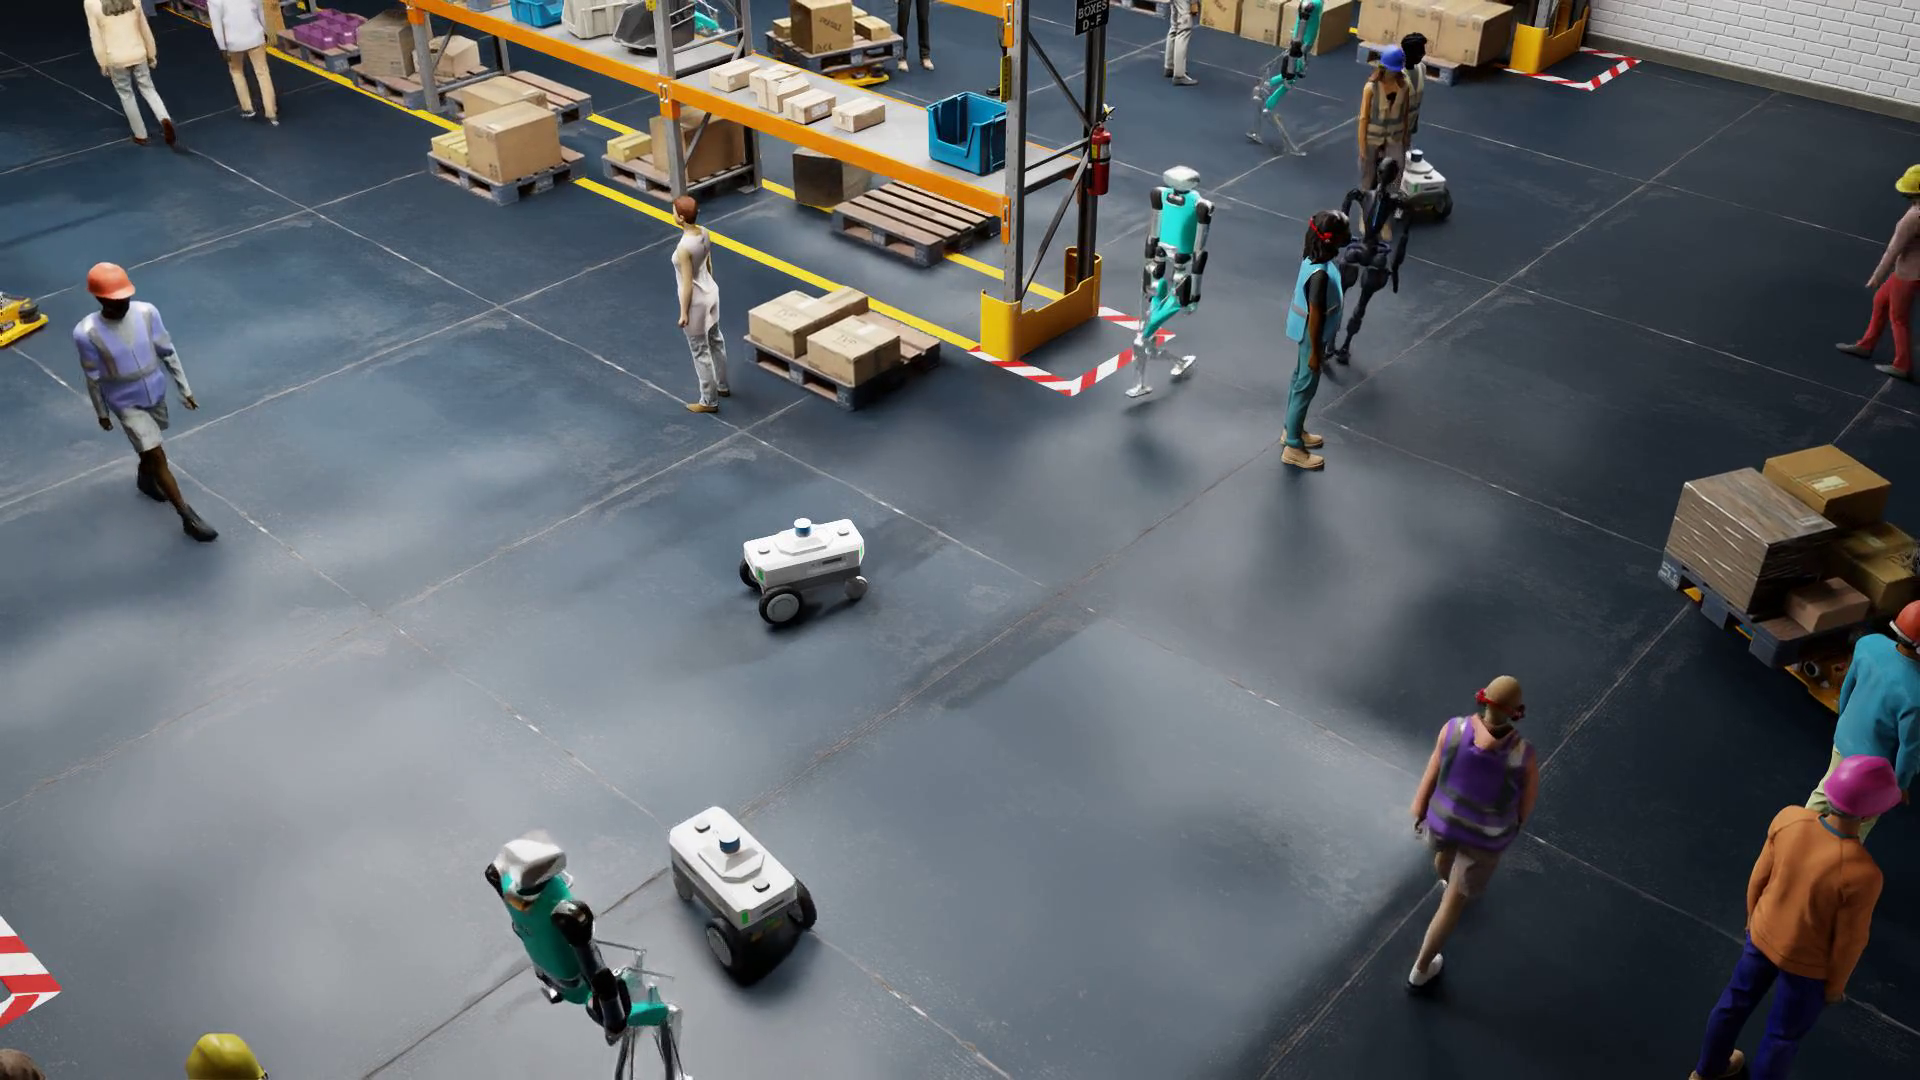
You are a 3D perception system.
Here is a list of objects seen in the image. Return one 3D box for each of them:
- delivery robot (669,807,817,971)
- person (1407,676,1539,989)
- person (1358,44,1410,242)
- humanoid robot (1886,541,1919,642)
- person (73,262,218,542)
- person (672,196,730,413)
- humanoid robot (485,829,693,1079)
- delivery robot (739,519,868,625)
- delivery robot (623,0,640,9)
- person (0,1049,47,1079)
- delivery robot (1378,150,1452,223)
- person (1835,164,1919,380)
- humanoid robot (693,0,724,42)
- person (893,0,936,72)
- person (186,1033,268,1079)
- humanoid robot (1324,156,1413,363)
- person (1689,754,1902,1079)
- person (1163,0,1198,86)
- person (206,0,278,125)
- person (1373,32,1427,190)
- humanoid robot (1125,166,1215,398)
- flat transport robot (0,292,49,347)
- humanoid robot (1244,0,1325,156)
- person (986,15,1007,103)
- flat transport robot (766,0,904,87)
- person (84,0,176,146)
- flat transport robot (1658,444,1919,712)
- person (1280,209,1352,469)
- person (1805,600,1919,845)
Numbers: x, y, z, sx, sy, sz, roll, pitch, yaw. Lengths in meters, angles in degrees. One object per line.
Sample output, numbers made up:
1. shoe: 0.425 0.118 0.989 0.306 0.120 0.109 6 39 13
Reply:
1. delivery robot: -1.105 1.654 8.141 0.499 0.570 0.753 -26 42 -32
2. person: 2.398 1.280 7.740 0.485 1.646 0.920 25 42 31
3. person: 3.686 -3.450 14.497 0.473 1.757 0.556 -3 35 -4
4. humanoid robot: 5.607 0.142 9.374 0.532 1.653 0.590 -3 35 -4
5. person: -5.324 -0.958 10.784 1.001 1.885 0.560 22 40 29
6. person: -1.899 -1.707 12.056 0.270 1.659 0.459 10 36 15
7. humanoid robot: -1.454 1.792 6.949 0.551 1.809 0.797 23 41 29
8. delivery robot: -0.984 0.149 10.351 0.794 0.603 0.499 -13 37 -19
9. delivery robot: -3.672 -6.429 19.884 0.786 0.608 0.499 14 37 20
10. person: -3.272 2.442 6.044 0.336 1.661 0.496 -28 44 -35
11. delivery robot: 4.171 -3.281 15.316 0.499 0.600 0.802 -8 35 -12
12. person: 7.043 -2.030 12.475 0.676 1.709 0.591 29 44 35
13. humanoid robot: -2.876 -5.844 17.982 0.942 1.755 0.544 6 35 9
14. person: -0.504 -6.058 18.209 0.502 1.838 0.339 -7 35 -10
15. person: -2.413 2.416 5.945 0.591 1.825 0.403 -22 40 -28
16. humanoid robot: 3.047 -2.089 12.608 0.626 1.629 0.486 9 36 12
17. person: 3.462 1.670 6.883 0.378 1.986 0.505 -15 37 -20
18. person: 2.389 -5.860 17.875 0.397 1.891 0.543 -9 36 -13
19. person: -7.339 -5.134 16.964 0.575 1.721 0.711 -24 41 -31
20. person: 3.943 -3.738 14.976 0.531 1.691 0.322 -26 42 -32
21. humanoid robot: 1.435 -1.813 12.182 1.047 1.747 0.552 -30 44 -36
22. flat transport robot: -8.178 -1.817 13.442 1.431 0.231 0.659 13 37 18
23. humanoid robot: 3.082 -4.663 16.301 0.882 1.794 0.535 17 38 22
24. person: 0.443 -5.519 17.341 0.376 1.932 0.549 -4 35 -6
25. flat transport robot: -1.436 -5.338 18.544 0.659 0.231 1.431 -20 39 -26
26. person: -8.139 -4.734 16.276 0.620 1.856 0.561 29 44 35
27. flat transport robot: 5.058 0.481 10.113 0.659 0.231 1.431 -12 36 -17
28. person: 2.423 -1.391 11.419 0.376 1.864 0.544 6 35 8
29. person: 4.429 1.006 8.041 0.320 1.755 0.562 -4 35 -6
